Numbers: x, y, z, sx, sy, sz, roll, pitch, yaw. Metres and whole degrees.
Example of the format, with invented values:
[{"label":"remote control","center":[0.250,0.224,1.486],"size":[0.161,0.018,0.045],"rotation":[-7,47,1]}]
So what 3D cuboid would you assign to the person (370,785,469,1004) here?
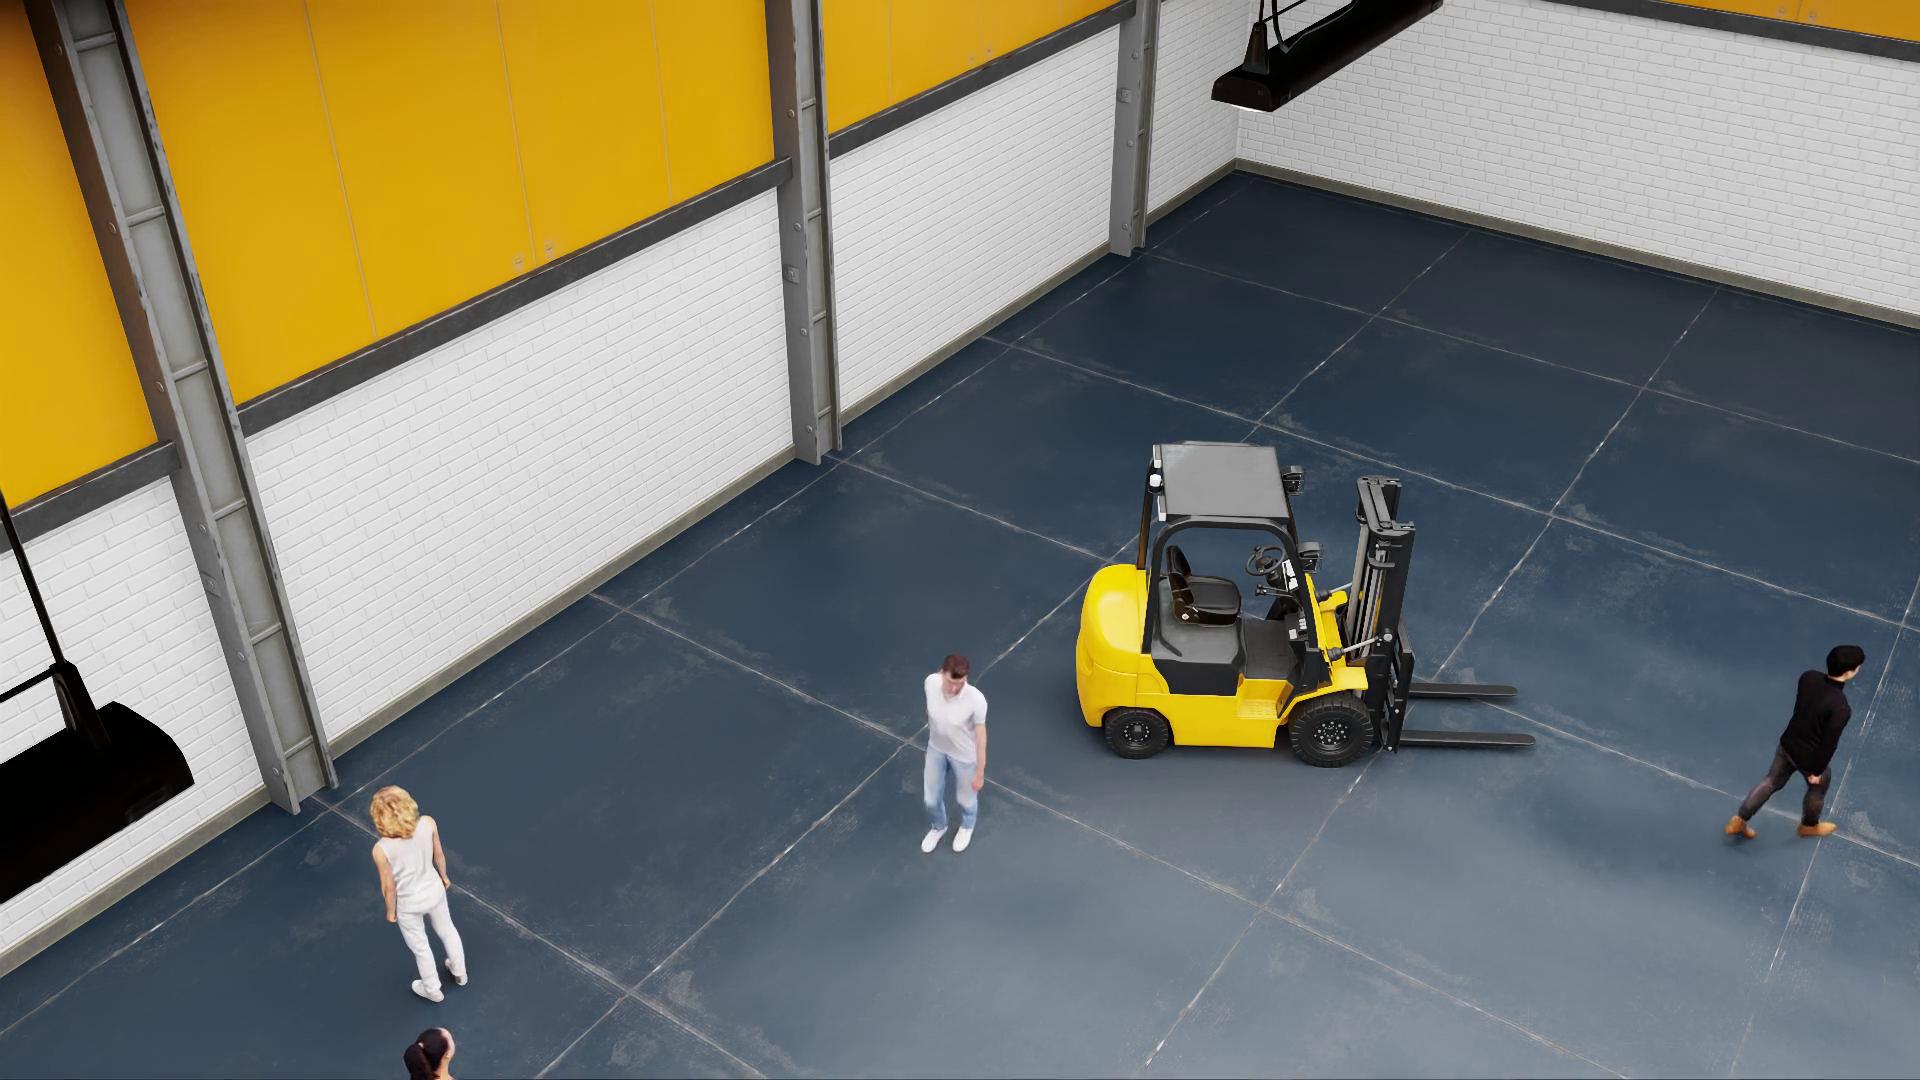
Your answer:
[{"label":"person","center":[-3.346,2.181,10.264],"size":[0.673,1.673,0.522],"rotation":[27,42,35]}]

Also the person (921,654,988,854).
[{"label":"person","center":[-0.023,1.408,11.302],"size":[0.729,1.811,0.769],"rotation":[22,40,30]}]

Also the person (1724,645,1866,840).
[{"label":"person","center":[5.726,1.421,11.380],"size":[1.170,1.702,1.080],"rotation":[-8,34,-11]}]
